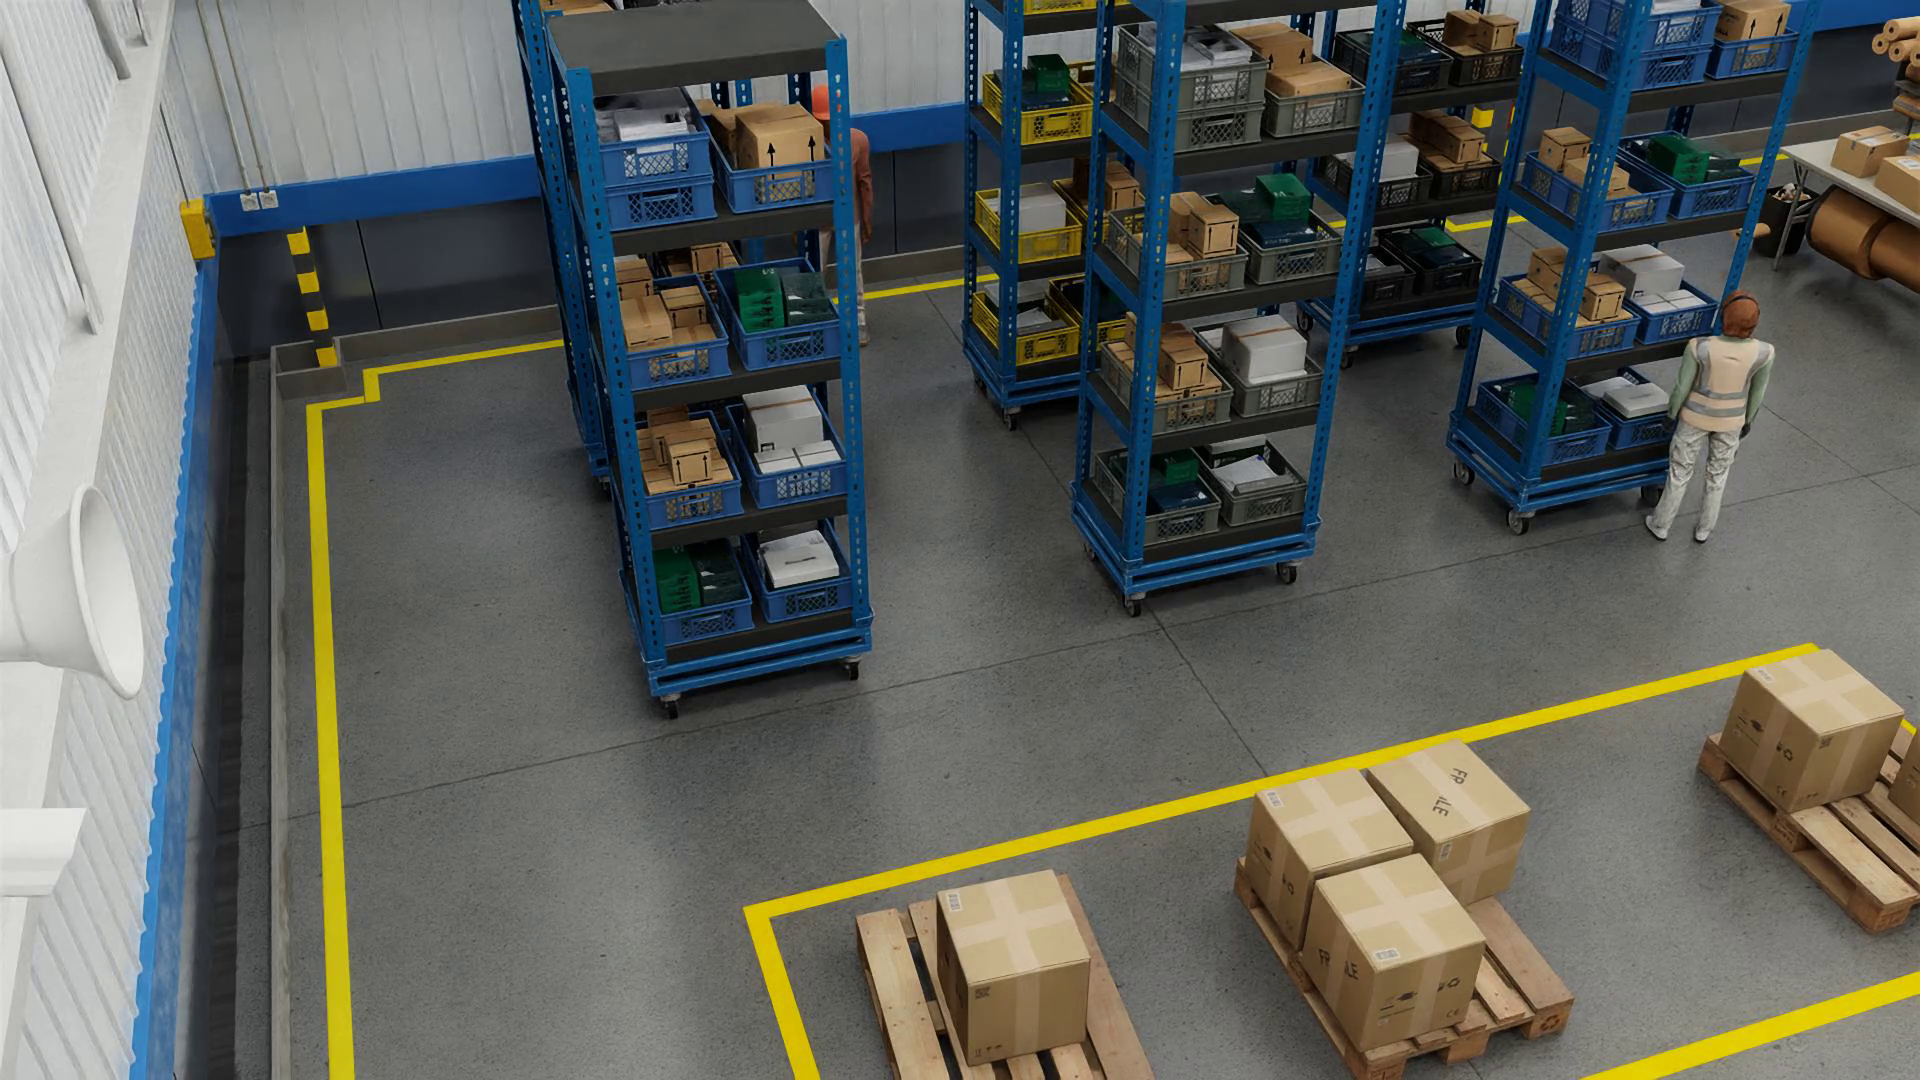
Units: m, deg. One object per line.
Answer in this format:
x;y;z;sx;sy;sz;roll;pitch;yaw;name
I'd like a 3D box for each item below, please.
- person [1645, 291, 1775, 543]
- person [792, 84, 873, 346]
4.439;-0.705;9.850;0.513;1.641;0.309;6;36;8;person
-0.913;-2.268;11.777;0.618;1.986;0.409;-8;36;-11;person
